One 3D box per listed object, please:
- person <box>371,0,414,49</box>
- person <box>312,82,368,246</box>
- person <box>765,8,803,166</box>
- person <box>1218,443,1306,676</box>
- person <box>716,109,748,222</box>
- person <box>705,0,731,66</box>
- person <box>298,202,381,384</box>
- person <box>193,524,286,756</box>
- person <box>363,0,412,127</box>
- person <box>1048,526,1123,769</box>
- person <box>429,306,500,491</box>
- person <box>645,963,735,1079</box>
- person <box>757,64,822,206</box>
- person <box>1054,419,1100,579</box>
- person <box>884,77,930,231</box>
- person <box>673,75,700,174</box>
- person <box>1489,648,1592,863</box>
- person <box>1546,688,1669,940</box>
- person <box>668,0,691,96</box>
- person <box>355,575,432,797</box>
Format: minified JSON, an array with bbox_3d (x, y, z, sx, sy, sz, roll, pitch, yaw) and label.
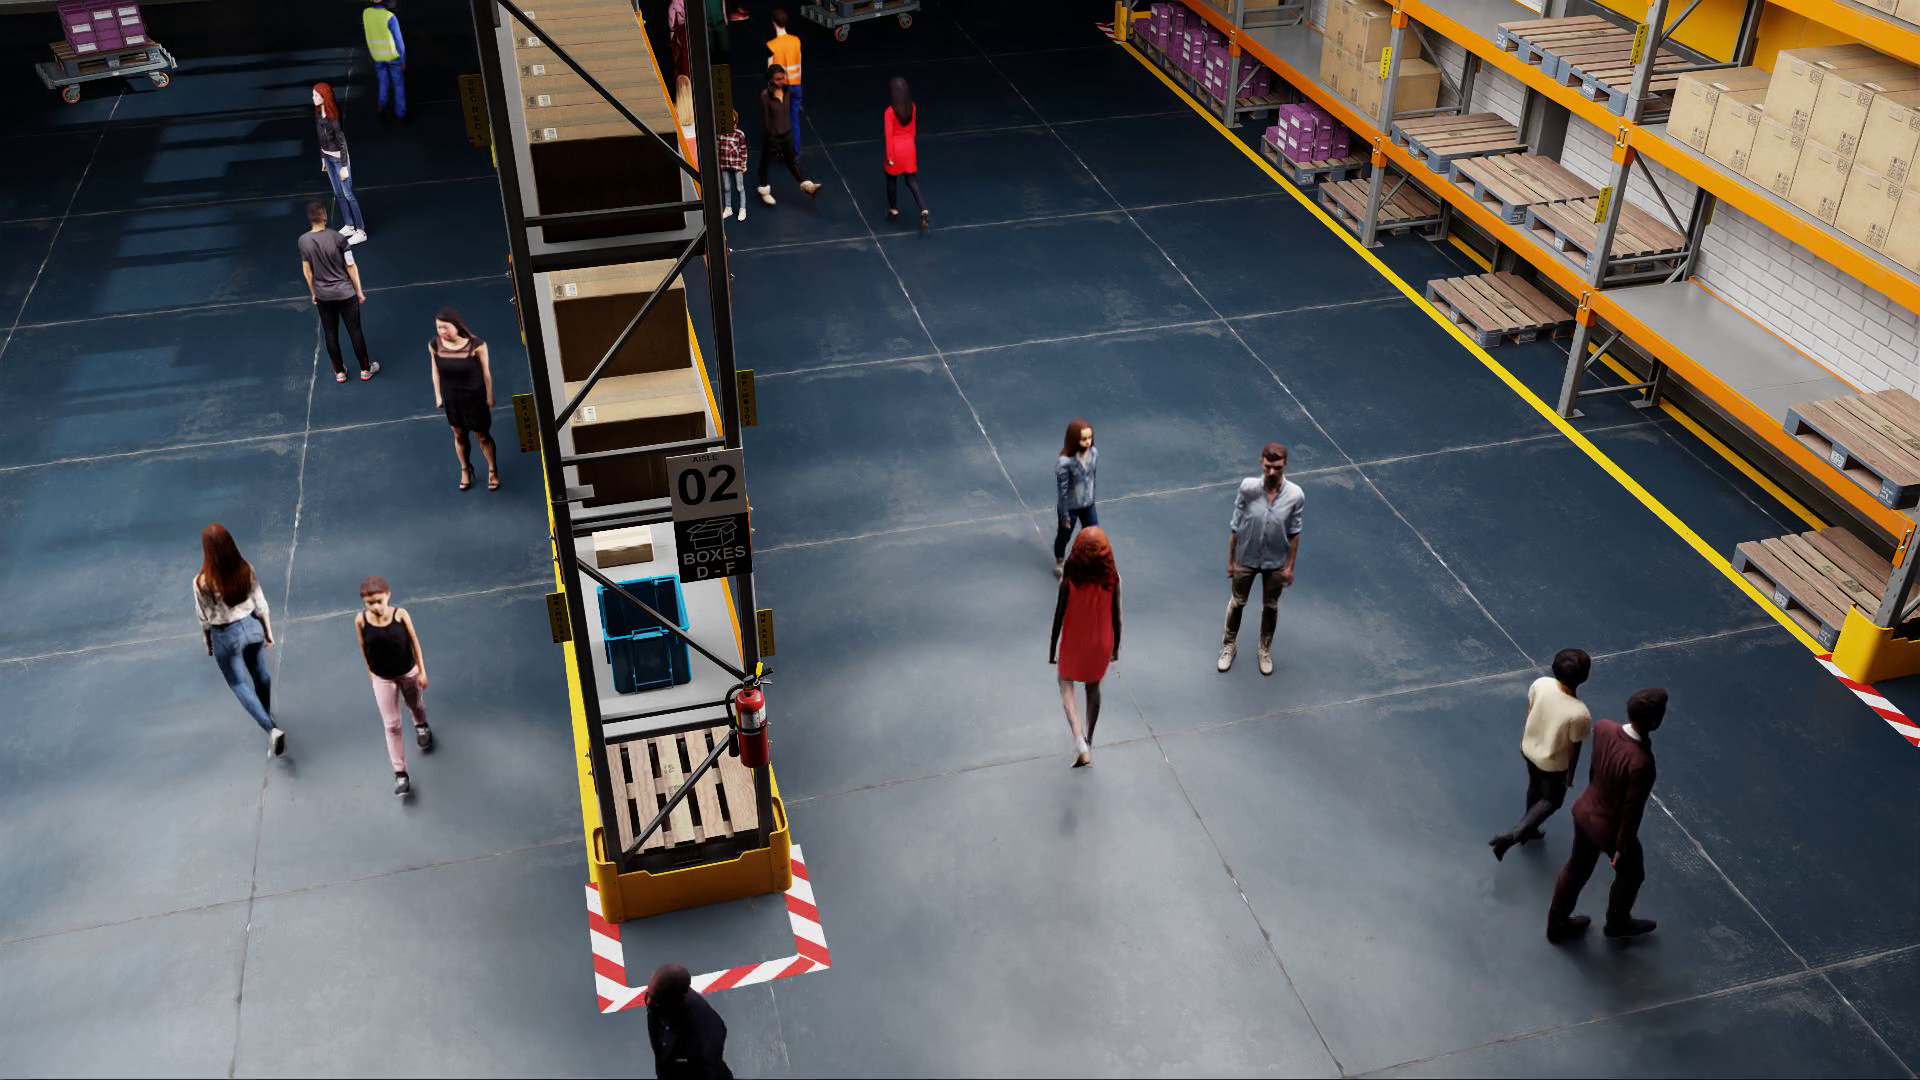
[{"bbox_3d":[-8.184,-7.828,23.842,0.846,1.760,0.832,4,34,5],"label":"person"},{"bbox_3d":[-6.844,-4.139,18.266,0.641,1.787,0.731,25,41,33],"label":"person"},{"bbox_3d":[-2.059,-5.456,20.173,0.757,1.871,0.774,-20,39,-27],"label":"person"},{"bbox_3d":[2.142,0.122,11.803,0.728,1.847,0.706,6,34,9],"label":"person"},{"bbox_3d":[-2.600,-4.300,18.944,0.617,1.305,0.641,8,34,11],"label":"person"},{"bbox_3d":[-3.384,-7.054,22.605,0.720,1.841,0.673,-17,37,-23],"label":"person"},{"bbox_3d":[-5.839,-2.303,15.529,0.675,1.760,0.602,-3,34,-4],"label":"person"},{"bbox_3d":[-4.784,0.679,11.088,0.883,1.710,1.084,-27,42,-34],"label":"person"},{"bbox_3d":[-7.391,-6.175,21.314,0.875,1.804,0.984,6,34,9],"label":"person"},{"bbox_3d":[0.834,0.770,10.865,0.688,1.806,0.833,-2,34,-2],"label":"person"},{"bbox_3d":[-4.117,-1.172,13.868,0.739,1.716,0.718,2,34,4],"label":"person"},{"bbox_3d":[-1.201,2.653,8.053,1.080,1.782,1.142,-28,43,-35],"label":"person"},{"bbox_3d":[-2.009,-4.580,19.071,1.116,1.632,0.897,-11,35,-15],"label":"person"},{"bbox_3d":[0.847,-0.296,12.785,0.751,1.455,0.950,-21,39,-28],"label":"person"},{"bbox_3d":[-0.600,-4.252,18.498,0.875,1.719,1.132,-23,40,-30],"label":"person"},{"bbox_3d":[-2.989,-4.265,18.443,0.631,1.803,0.585,-11,35,-16],"label":"person"},{"bbox_3d":[3.551,1.355,10.199,0.780,1.569,0.851,-17,37,-24],"label":"person"},{"bbox_3d":[3.650,1.628,9.539,0.769,1.844,0.811,-10,35,-14],"label":"person"},{"bbox_3d":[-3.666,-6.703,22.260,0.738,1.637,0.720,-21,39,-28],"label":"person"},{"bbox_3d":[-3.723,0.850,11.003,0.543,1.519,1.036,-10,35,-14],"label":"person"}]
